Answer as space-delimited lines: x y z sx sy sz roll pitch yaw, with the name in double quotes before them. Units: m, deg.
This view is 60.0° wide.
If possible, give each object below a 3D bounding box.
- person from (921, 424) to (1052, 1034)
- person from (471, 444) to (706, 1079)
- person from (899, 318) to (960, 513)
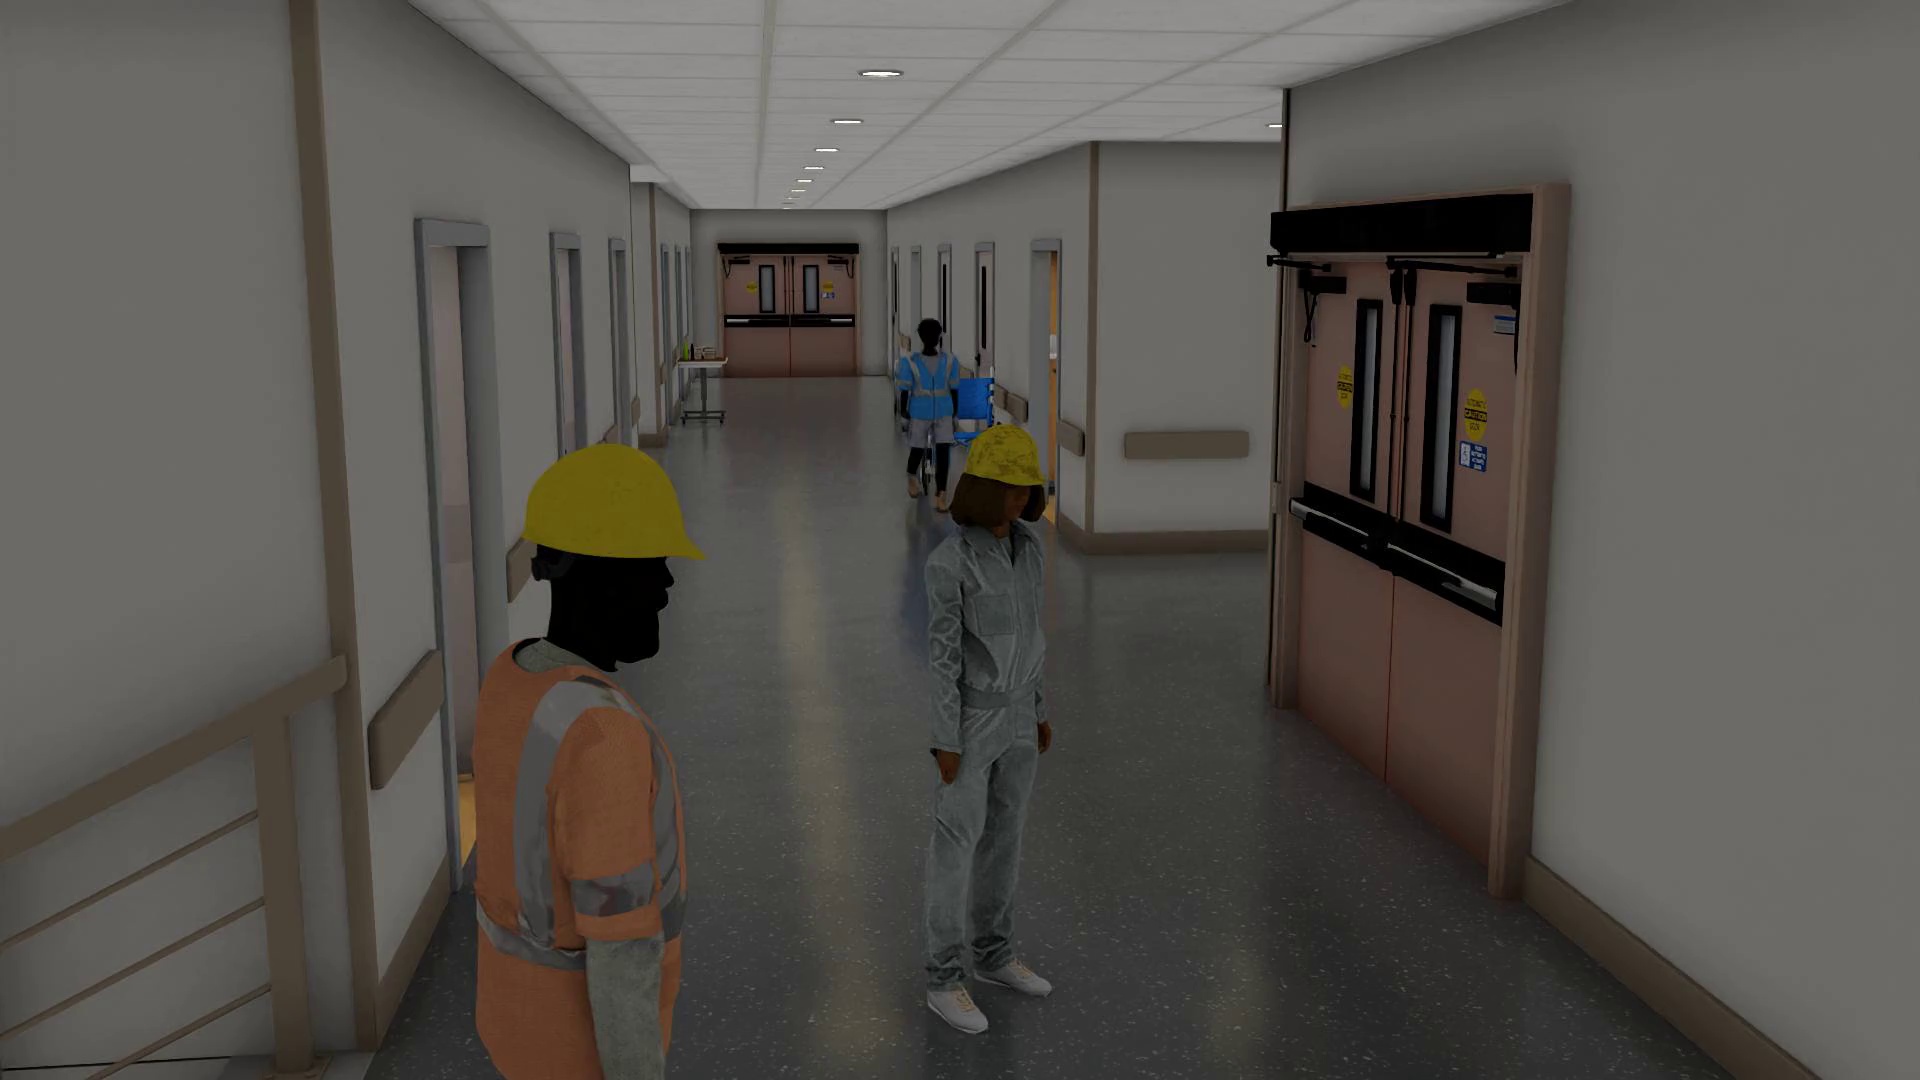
"person" 0.105 0.531 4.815 0.325 1.740 0.493 8 13 39
"person" -0.588 0.799 2.747 0.394 1.918 0.585 -5 11 -27
"person" -0.275 -1.099 14.487 0.541 1.671 0.692 -2 10 -12
